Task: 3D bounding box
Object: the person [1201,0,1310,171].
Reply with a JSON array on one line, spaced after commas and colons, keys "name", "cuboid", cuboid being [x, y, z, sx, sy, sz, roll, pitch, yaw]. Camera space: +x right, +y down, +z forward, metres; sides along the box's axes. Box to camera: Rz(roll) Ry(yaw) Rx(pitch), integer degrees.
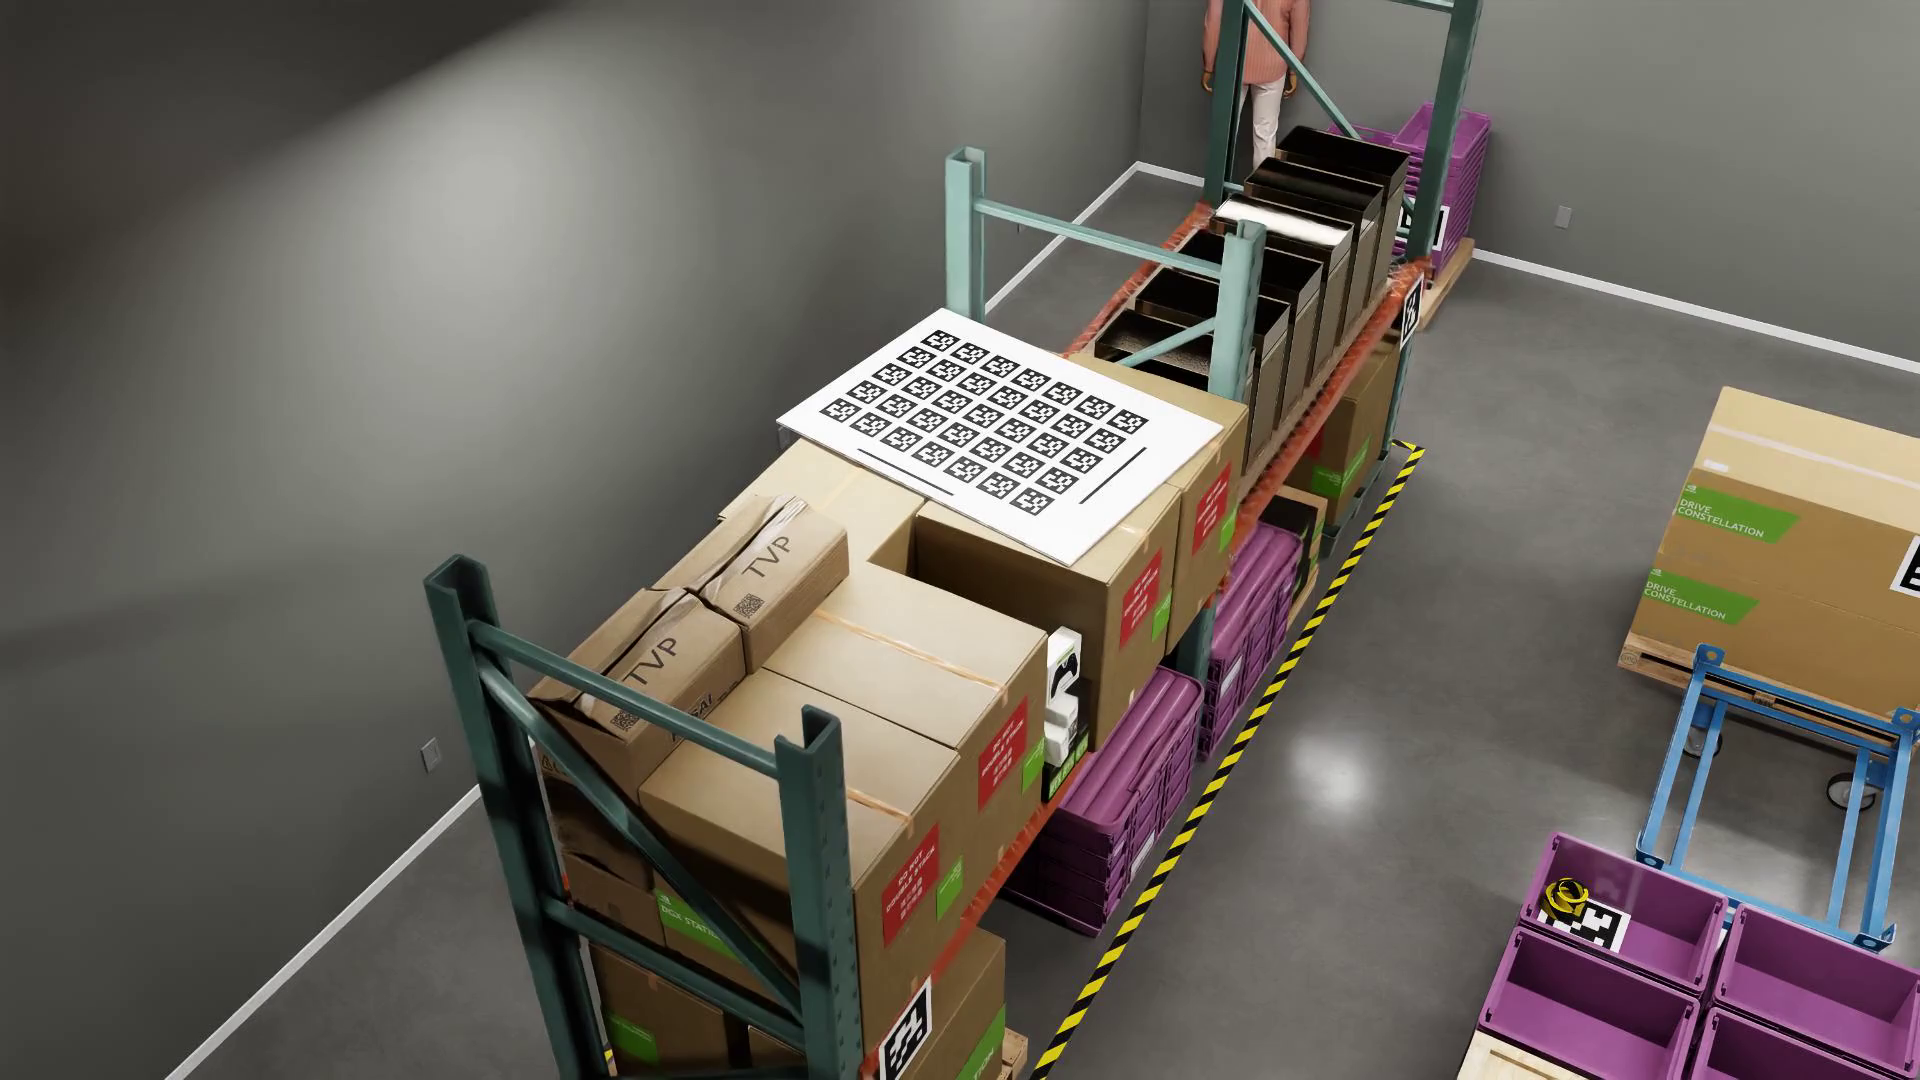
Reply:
[{"name": "person", "cuboid": [1.740, -2.831, 9.927, 0.613, 1.994, 0.382, 4, 40, 5]}]
